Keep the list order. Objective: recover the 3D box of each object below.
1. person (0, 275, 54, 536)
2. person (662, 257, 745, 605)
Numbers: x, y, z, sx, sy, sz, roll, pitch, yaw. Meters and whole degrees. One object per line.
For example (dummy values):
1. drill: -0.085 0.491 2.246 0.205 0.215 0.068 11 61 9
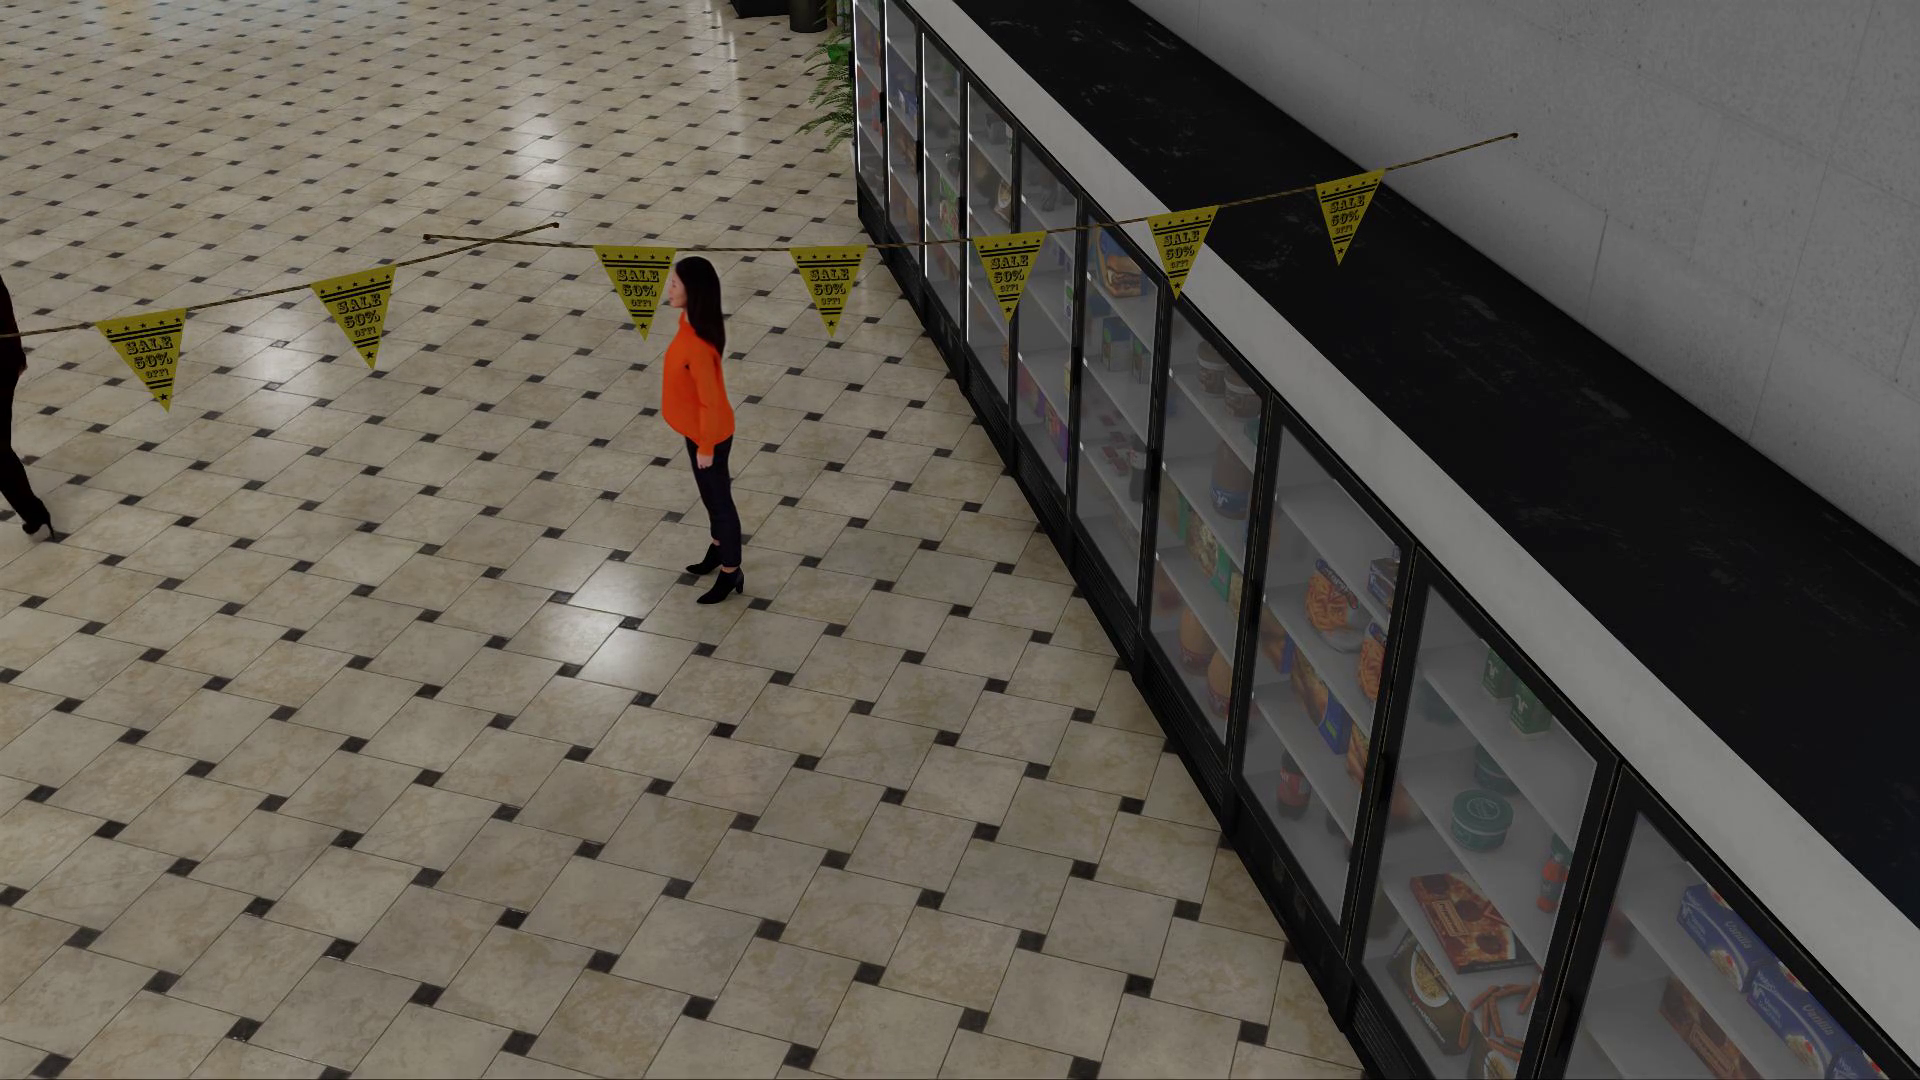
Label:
1. person: -4.867 -0.799 8.313 1.153 1.712 1.087 16 35 24
2. person: -1.190 -0.513 7.819 0.541 1.748 0.613 -7 33 -11
